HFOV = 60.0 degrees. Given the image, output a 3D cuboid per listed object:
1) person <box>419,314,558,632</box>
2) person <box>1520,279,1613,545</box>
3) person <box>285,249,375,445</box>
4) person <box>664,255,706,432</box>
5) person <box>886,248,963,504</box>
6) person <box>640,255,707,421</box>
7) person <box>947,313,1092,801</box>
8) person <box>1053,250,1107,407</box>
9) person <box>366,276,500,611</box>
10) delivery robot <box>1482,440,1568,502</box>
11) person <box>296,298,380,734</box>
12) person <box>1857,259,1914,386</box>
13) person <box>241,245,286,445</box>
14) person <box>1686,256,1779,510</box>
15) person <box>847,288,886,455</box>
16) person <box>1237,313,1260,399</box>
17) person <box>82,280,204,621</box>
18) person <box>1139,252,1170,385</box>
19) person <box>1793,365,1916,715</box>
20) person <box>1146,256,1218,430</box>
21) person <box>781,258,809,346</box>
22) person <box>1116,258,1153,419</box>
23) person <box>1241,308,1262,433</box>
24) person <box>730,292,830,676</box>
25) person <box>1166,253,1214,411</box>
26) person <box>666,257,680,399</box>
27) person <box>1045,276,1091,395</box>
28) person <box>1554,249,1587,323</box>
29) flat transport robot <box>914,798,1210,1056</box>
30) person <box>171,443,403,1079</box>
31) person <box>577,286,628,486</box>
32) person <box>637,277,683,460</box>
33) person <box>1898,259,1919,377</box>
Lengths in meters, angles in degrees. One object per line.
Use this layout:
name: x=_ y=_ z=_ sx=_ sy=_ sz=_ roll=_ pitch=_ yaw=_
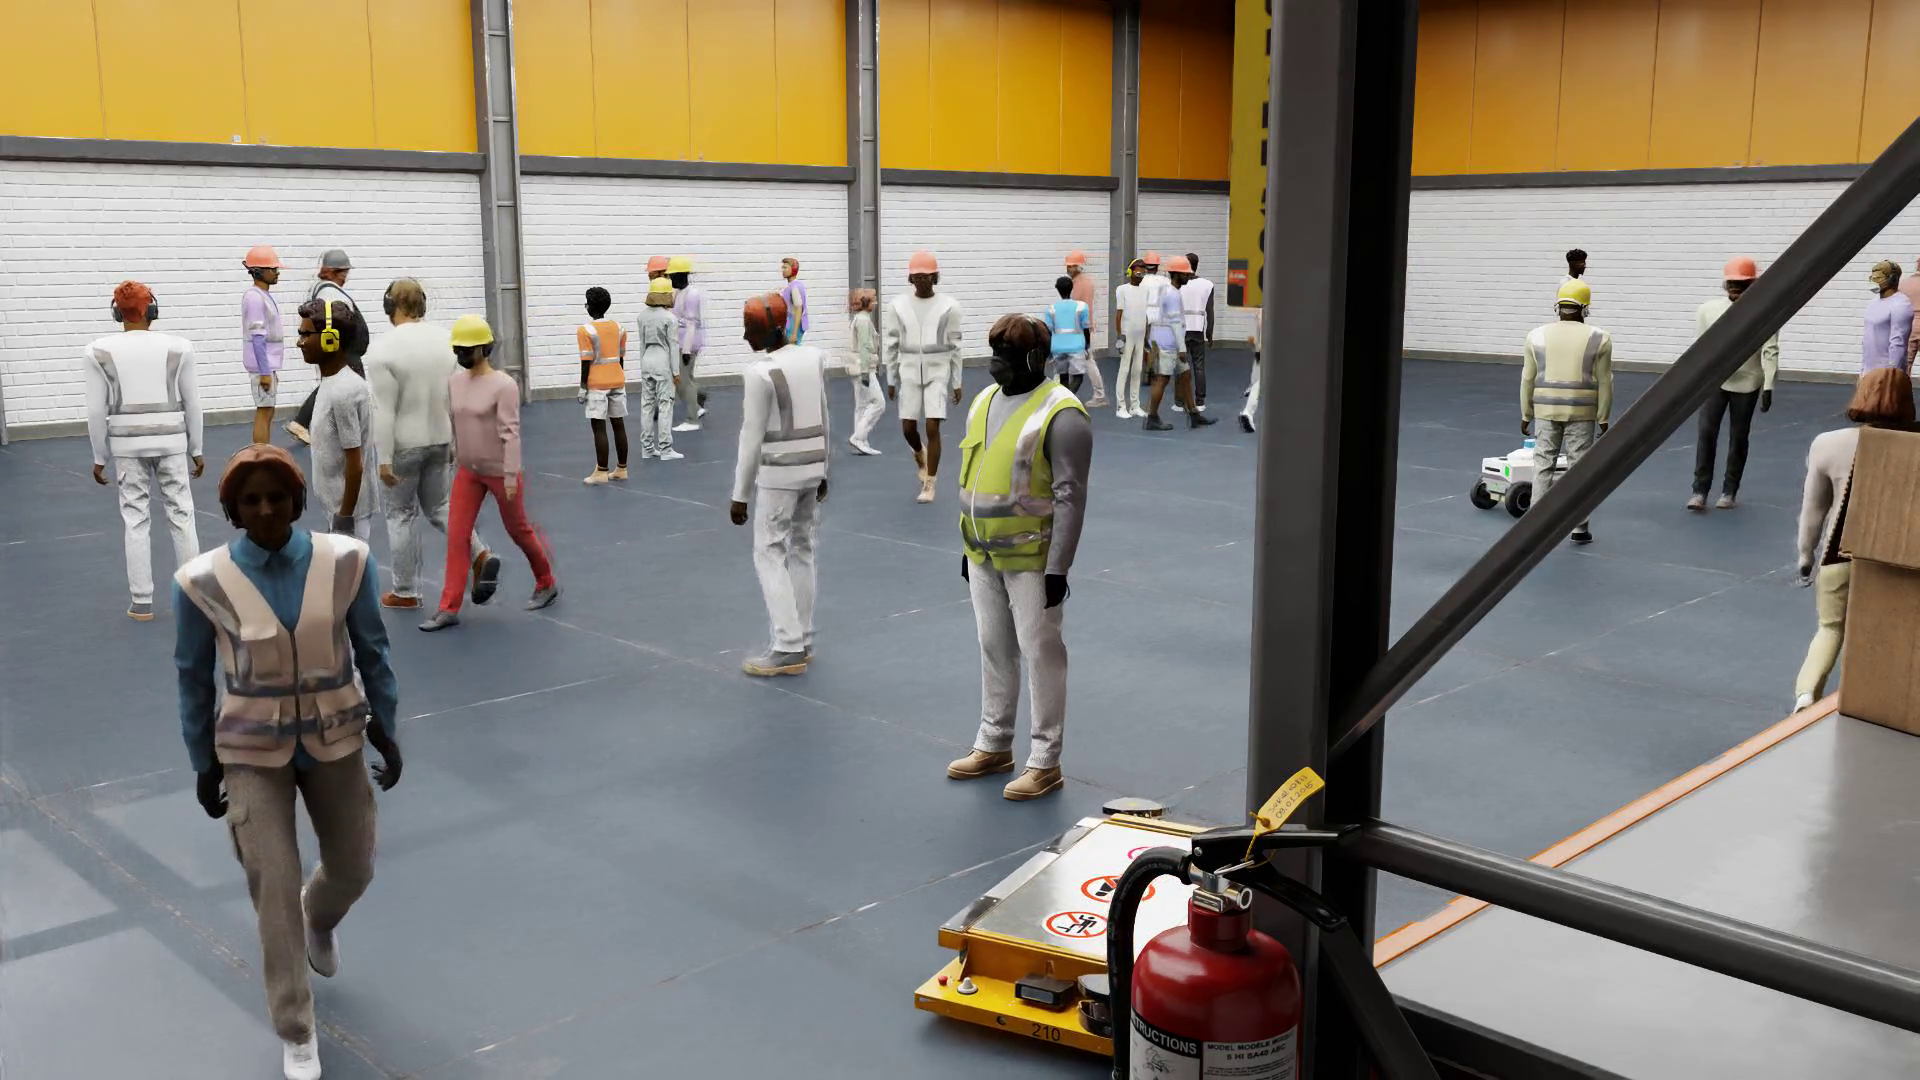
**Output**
person: x=-2.595 y=-0.396 z=9.208 sx=0.529 sy=1.712 sz=0.921 roll=5 pitch=12 yaw=27
person: x=4.190 y=-0.879 z=11.503 sx=0.603 sy=1.830 sz=0.404 roll=6 pitch=12 yaw=28
person: x=-6.374 y=-1.964 z=16.856 sx=0.938 sy=2.000 sz=0.685 roll=-7 pitch=12 yaw=-32
person: x=-3.008 y=-2.127 z=18.085 sx=0.417 sy=1.910 sz=0.606 roll=-4 pitch=11 yaw=-22
person: x=-0.271 y=-1.330 z=13.419 sx=0.628 sy=2.029 sz=0.702 roll=2 pitch=11 yaw=9
person: x=-3.325 y=-2.308 z=19.097 sx=0.679 sy=1.919 sz=0.546 roll=-5 pitch=12 yaw=-27
person: x=0.209 y=0.059 z=6.362 sx=0.429 sy=1.845 sz=0.627 roll=-8 pitch=13 yaw=-38
person: x=1.423 y=-2.598 z=20.587 sx=0.939 sy=1.949 sz=0.631 roll=-6 pitch=12 yaw=-31
person: x=-2.985 y=-0.516 z=9.323 sx=0.758 sy=1.914 sz=0.623 roll=7 pitch=12 yaw=32
delivery robot: x=4.399 y=-0.531 z=12.840 sx=0.707 sy=0.478 sz=0.477 roll=-4 pitch=11 yaw=-20
person: x=-2.652 y=-0.092 z=7.110 sx=0.328 sy=1.872 sz=0.510 roll=-4 pitch=11 yaw=-23
person: x=7.786 y=-1.390 z=14.045 sx=0.368 sy=1.932 sz=0.622 roll=1 pitch=10 yaw=8
person: x=-5.943 y=-1.496 z=14.292 sx=0.392 sy=2.045 sz=0.608 roll=-3 pitch=11 yaw=-16
person: x=5.903 y=-1.179 z=12.772 sx=0.654 sy=1.959 sz=0.890 roll=7 pitch=12 yaw=33
person: x=-0.900 y=-1.613 z=16.045 sx=0.370 sy=1.625 sz=0.536 roll=-1 pitch=10 yaw=-7
person: x=4.040 y=-2.680 z=21.442 sx=0.877 sy=1.801 sz=0.586 roll=5 pitch=11 yaw=24
person: x=-4.513 y=-0.493 z=9.254 sx=0.575 sy=1.886 sz=0.362 roll=-5 pitch=12 yaw=-27
person: x=2.750 y=-3.172 z=23.884 sx=0.546 sy=1.892 sz=1.011 roll=4 pitch=11 yaw=21
person: x=3.663 y=0.101 z=6.760 sx=0.506 sy=1.619 sz=0.475 roll=10 pitch=14 yaw=43
person: x=2.454 y=-2.135 z=18.159 sx=0.896 sy=1.899 sz=0.566 roll=1 pitch=10 yaw=8
person: x=-2.106 y=-2.654 z=21.141 sx=0.377 sy=1.846 sz=0.570 roll=-2 pitch=11 yaw=-11
person: x=2.044 y=-2.357 z=19.484 sx=0.517 sy=1.865 sz=0.328 roll=-8 pitch=13 yaw=-35
person: x=3.401 y=-2.111 z=18.061 sx=0.604 sy=1.900 sz=0.895 roll=9 pitch=14 yaw=42
person: x=-0.835 y=-0.269 z=8.127 sx=0.386 sy=1.857 sz=0.661 roll=7 pitch=12 yaw=33
person: x=2.785 y=-2.515 z=20.193 sx=0.594 sy=1.917 sz=0.373 roll=0 pitch=10 yaw=0
person: x=-3.722 y=-2.716 z=21.487 sx=0.505 sy=1.846 sz=0.346 roll=-6 pitch=12 yaw=-30
person: x=1.217 y=-2.183 z=19.026 sx=0.535 sy=1.676 sz=0.646 roll=3 pitch=11 yaw=16
person: x=7.685 y=-2.683 z=20.976 sx=0.364 sy=1.964 sz=0.611 roll=6 pitch=12 yaw=32
flat transport robot: x=0.493 y=1.102 z=4.962 sx=0.652 sy=0.197 sz=1.431 roll=5 pitch=12 yaw=27
person: x=-1.752 y=0.541 z=4.345 sx=0.523 sy=1.618 sz=0.594 roll=-6 pitch=12 yaw=-30
person: x=-3.062 y=-1.314 z=14.247 sx=0.322 sy=1.697 sz=0.531 roll=7 pitch=12 yaw=33
person: x=-2.859 y=-1.634 z=15.895 sx=0.480 sy=1.733 sz=0.337 roll=6 pitch=12 yaw=30
person: x=11.849 y=-2.567 z=20.512 sx=0.651 sy=1.906 sz=0.403 roll=8 pitch=13 yaw=36
